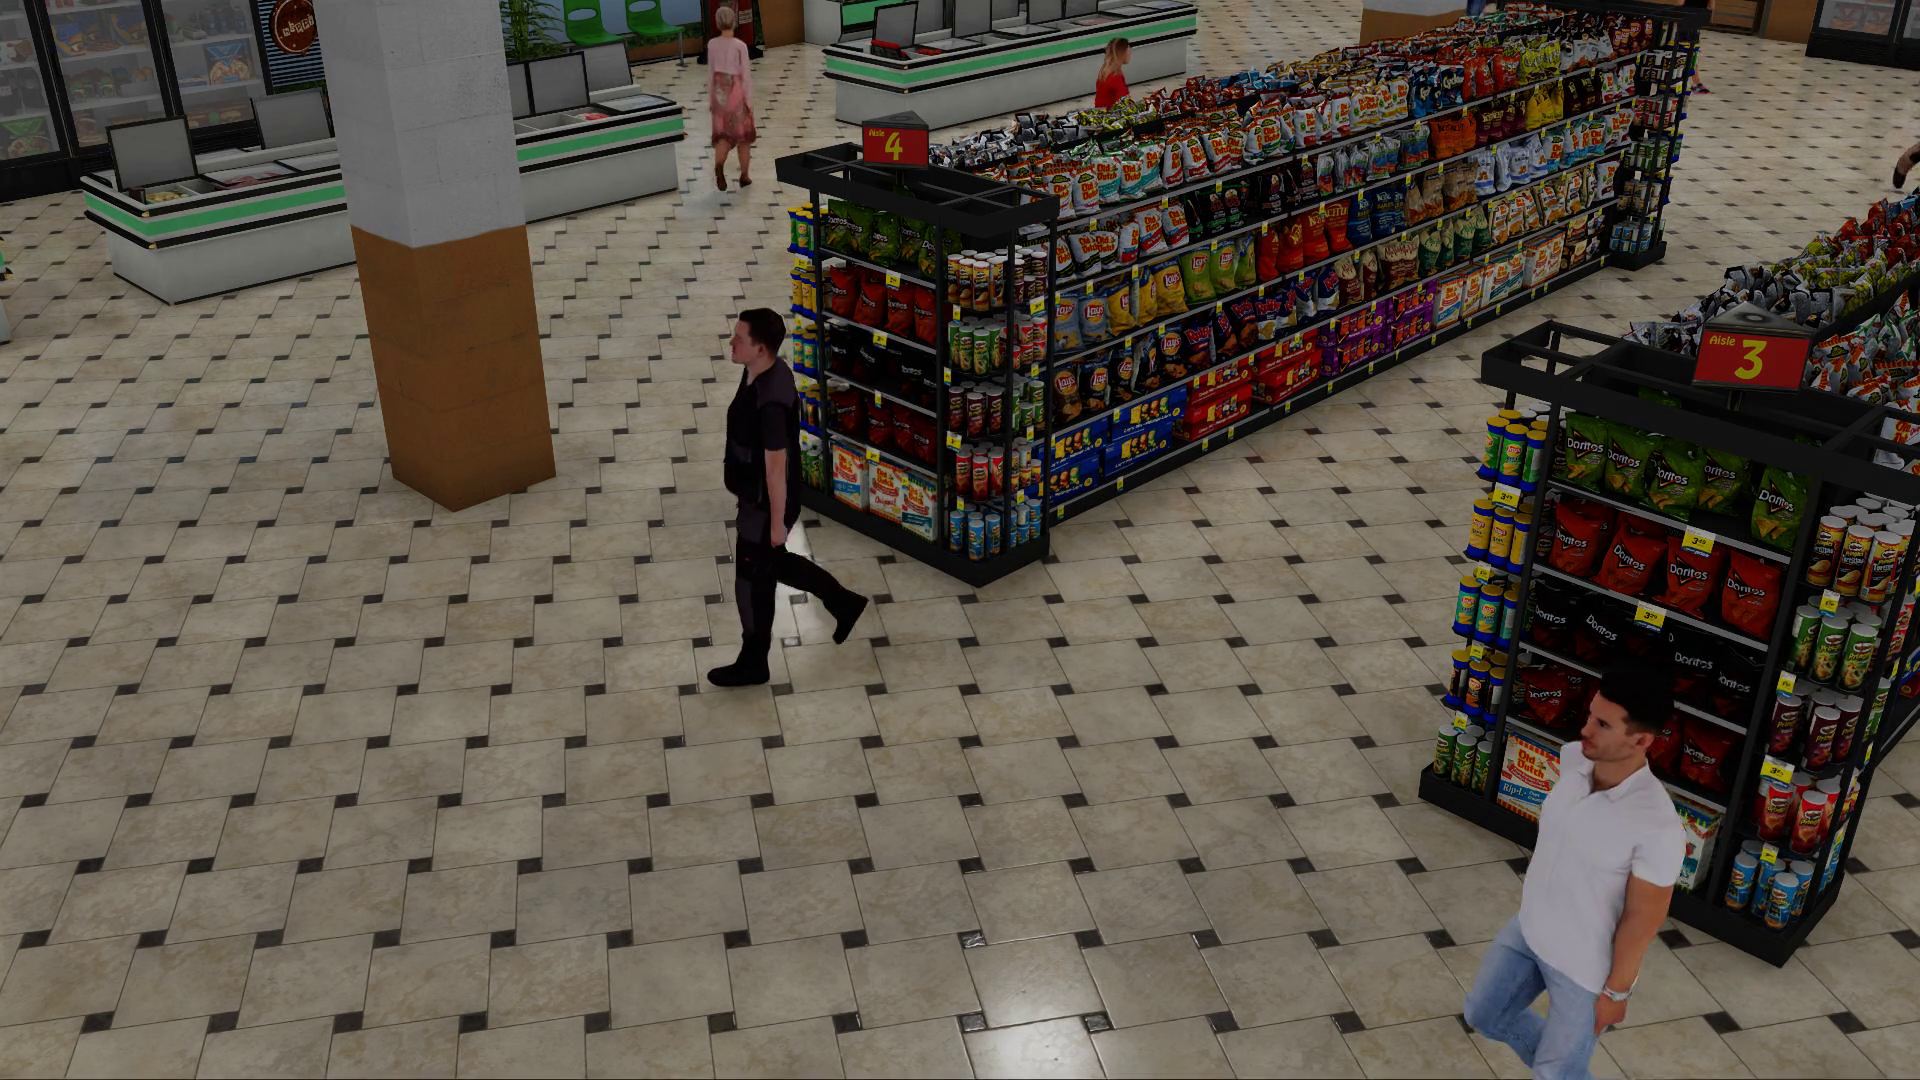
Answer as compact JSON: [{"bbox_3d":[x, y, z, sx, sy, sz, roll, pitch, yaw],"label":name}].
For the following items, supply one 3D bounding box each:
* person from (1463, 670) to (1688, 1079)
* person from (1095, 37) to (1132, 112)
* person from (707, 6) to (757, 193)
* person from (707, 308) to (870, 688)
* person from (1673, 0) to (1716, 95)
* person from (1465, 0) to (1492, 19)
[{"bbox_3d":[1.869,1.170,4.886,0.910,1.856,0.853,-6,27,-11],"label":"person"},{"bbox_3d":[1.164,-3.309,13.938,1.196,1.657,0.997,-6,28,-13],"label":"person"},{"bbox_3d":[-2.141,-4.012,15.312,0.904,1.667,1.037,6,27,11],"label":"person"},{"bbox_3d":[-0.801,-0.187,7.591,1.165,1.830,1.050,-5,27,-9],"label":"person"},{"bbox_3d":[8.476,-6.102,19.428,1.158,1.673,0.902,-13,30,-24],"label":"person"},{"bbox_3d":[6.228,-6.463,20.048,0.953,1.756,0.568,-22,34,-37],"label":"person"}]
